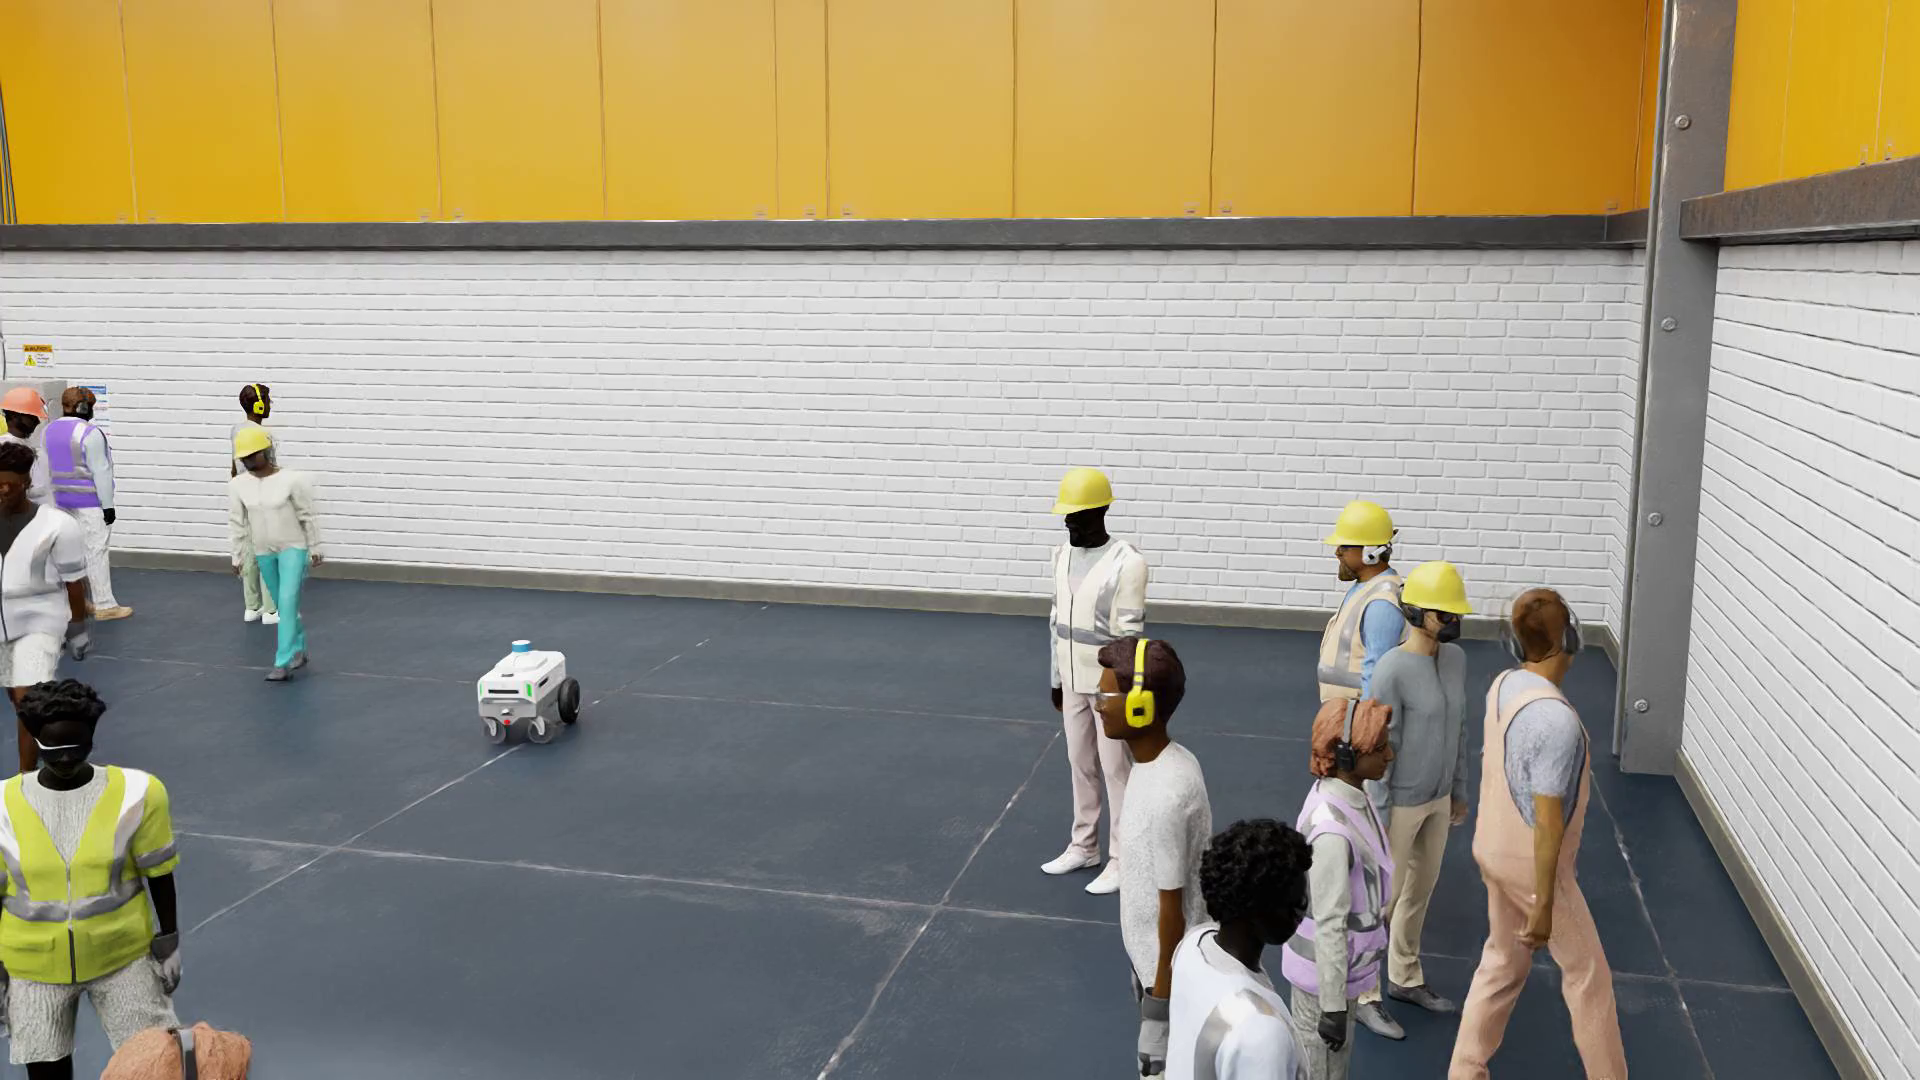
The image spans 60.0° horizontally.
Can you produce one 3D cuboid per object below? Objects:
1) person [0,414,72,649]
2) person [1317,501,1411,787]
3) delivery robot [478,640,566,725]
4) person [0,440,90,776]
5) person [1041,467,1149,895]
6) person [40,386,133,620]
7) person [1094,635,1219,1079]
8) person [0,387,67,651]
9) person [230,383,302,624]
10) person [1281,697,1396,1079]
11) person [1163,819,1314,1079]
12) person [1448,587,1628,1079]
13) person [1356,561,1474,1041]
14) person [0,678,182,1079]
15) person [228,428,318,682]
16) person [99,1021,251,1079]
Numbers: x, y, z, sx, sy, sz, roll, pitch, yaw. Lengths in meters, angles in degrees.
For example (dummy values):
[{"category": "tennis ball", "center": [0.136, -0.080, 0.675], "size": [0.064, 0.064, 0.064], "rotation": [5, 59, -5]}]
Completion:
[{"category": "person", "center": [-6.689, -0.090, 12.164], "size": [0.588, 1.756, 0.681], "rotation": [0, 10, -1]}, {"category": "person", "center": [1.718, 0.738, 7.070], "size": [0.403, 1.824, 0.593], "rotation": [1, 10, 9]}, {"category": "delivery robot", "center": [-2.604, 0.842, 9.905], "size": [0.477, 0.478, 0.707], "rotation": [1, 10, 3]}, {"category": "person", "center": [-4.864, 0.415, 8.694], "size": [0.611, 1.927, 0.983], "rotation": [0, 10, -2]}, {"category": "person", "center": [0.586, 0.623, 7.468], "size": [0.390, 1.918, 0.580], "rotation": [-7, 12, -38]}, {"category": "person", "center": [-6.860, -0.285, 13.055], "size": [0.621, 1.838, 0.429], "rotation": [4, 11, 23]}, {"category": "person", "center": [0.530, 1.175, 4.432], "size": [0.364, 1.854, 0.514], "rotation": [1, 10, 4]}, {"category": "person", "center": [-6.593, -0.113, 11.770], "size": [0.373, 1.929, 0.542], "rotation": [-3, 10, -16]}, {"category": "person", "center": [-5.427, -0.281, 12.928], "size": [0.531, 1.870, 0.317], "rotation": [7, 12, 34]}, {"category": "person", "center": [1.060, 1.233, 4.714], "size": [0.313, 1.633, 0.519], "rotation": [3, 10, 17]}, {"category": "person", "center": [0.584, 1.404, 3.546], "size": [0.329, 1.686, 0.538], "rotation": [-1, 10, -6]}, {"category": "person", "center": [1.934, 1.048, 5.299], "size": [0.765, 1.804, 0.520], "rotation": [-1, 10, -8]}, {"category": "person", "center": [1.674, 0.940, 6.064], "size": [0.528, 1.763, 0.337], "rotation": [-8, 12, -39]}, {"category": "person", "center": [-2.506, 1.204, 4.738], "size": [0.542, 1.680, 0.364], "rotation": [-4, 11, -24]}, {"category": "person", "center": [-4.632, 0.092, 11.191], "size": [0.530, 1.704, 0.883], "rotation": [0, 10, 3]}, {"category": "person", "center": [-1.322, 1.584, 2.672], "size": [0.387, 1.632, 0.661], "rotation": [0, 10, 2]}]
